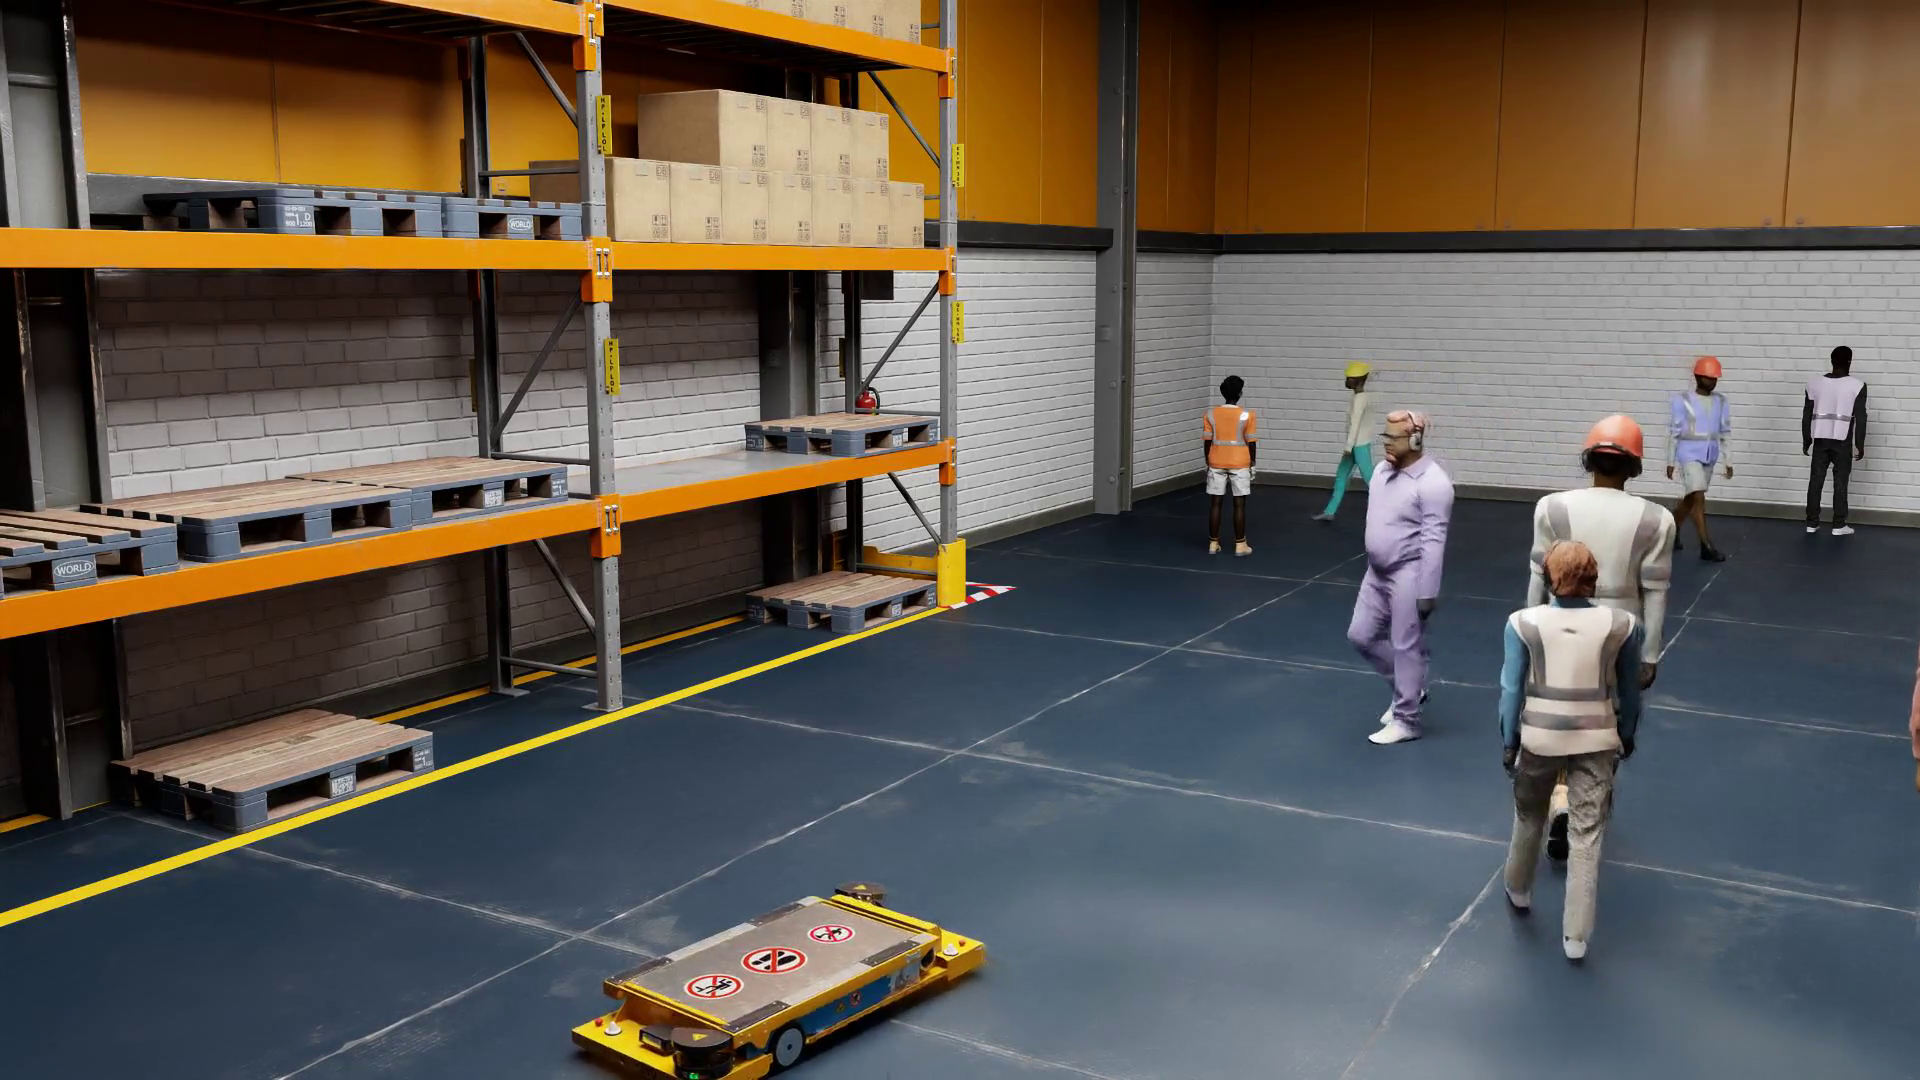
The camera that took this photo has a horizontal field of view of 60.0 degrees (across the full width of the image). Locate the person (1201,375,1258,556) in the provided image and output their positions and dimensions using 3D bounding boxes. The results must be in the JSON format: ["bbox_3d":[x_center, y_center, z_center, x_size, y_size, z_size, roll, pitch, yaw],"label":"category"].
[{"bbox_3d":[2.541,-0.697,15.642,0.541,1.696,0.315,5,10,27],"label":"person"}]

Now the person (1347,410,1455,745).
[{"bbox_3d":[2.454,0.213,9.342,0.424,1.891,0.674,-3,10,-20],"label":"person"}]

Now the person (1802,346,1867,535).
[{"bbox_3d":[8.876,-1.010,16.909,0.374,1.916,0.596,-9,12,-43],"label":"person"}]

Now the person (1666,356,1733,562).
[{"bbox_3d":[6.923,-0.782,15.604,0.563,1.892,1.005,-2,9,-11],"label":"person"}]

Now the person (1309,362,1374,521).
[{"bbox_3d":[4.213,-1.017,17.565,0.898,1.722,0.536,2,9,13],"label":"person"}]

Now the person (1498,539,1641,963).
[{"bbox_3d":[2.411,0.797,6.617,0.535,1.605,0.809,3,9,16],"label":"person"}]

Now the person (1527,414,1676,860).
[{"bbox_3d":[2.877,0.440,7.534,0.614,2.022,0.854,3,10,21],"label":"person"}]

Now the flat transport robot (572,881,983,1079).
[{"bbox_3d":[-0.612,1.566,5.954,0.652,0.197,1.431,7,12,39],"label":"flat transport robot"}]

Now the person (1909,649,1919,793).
[{"bbox_3d":[3.578,0.768,5.641,0.620,1.978,0.438,5,10,27],"label":"person"}]
